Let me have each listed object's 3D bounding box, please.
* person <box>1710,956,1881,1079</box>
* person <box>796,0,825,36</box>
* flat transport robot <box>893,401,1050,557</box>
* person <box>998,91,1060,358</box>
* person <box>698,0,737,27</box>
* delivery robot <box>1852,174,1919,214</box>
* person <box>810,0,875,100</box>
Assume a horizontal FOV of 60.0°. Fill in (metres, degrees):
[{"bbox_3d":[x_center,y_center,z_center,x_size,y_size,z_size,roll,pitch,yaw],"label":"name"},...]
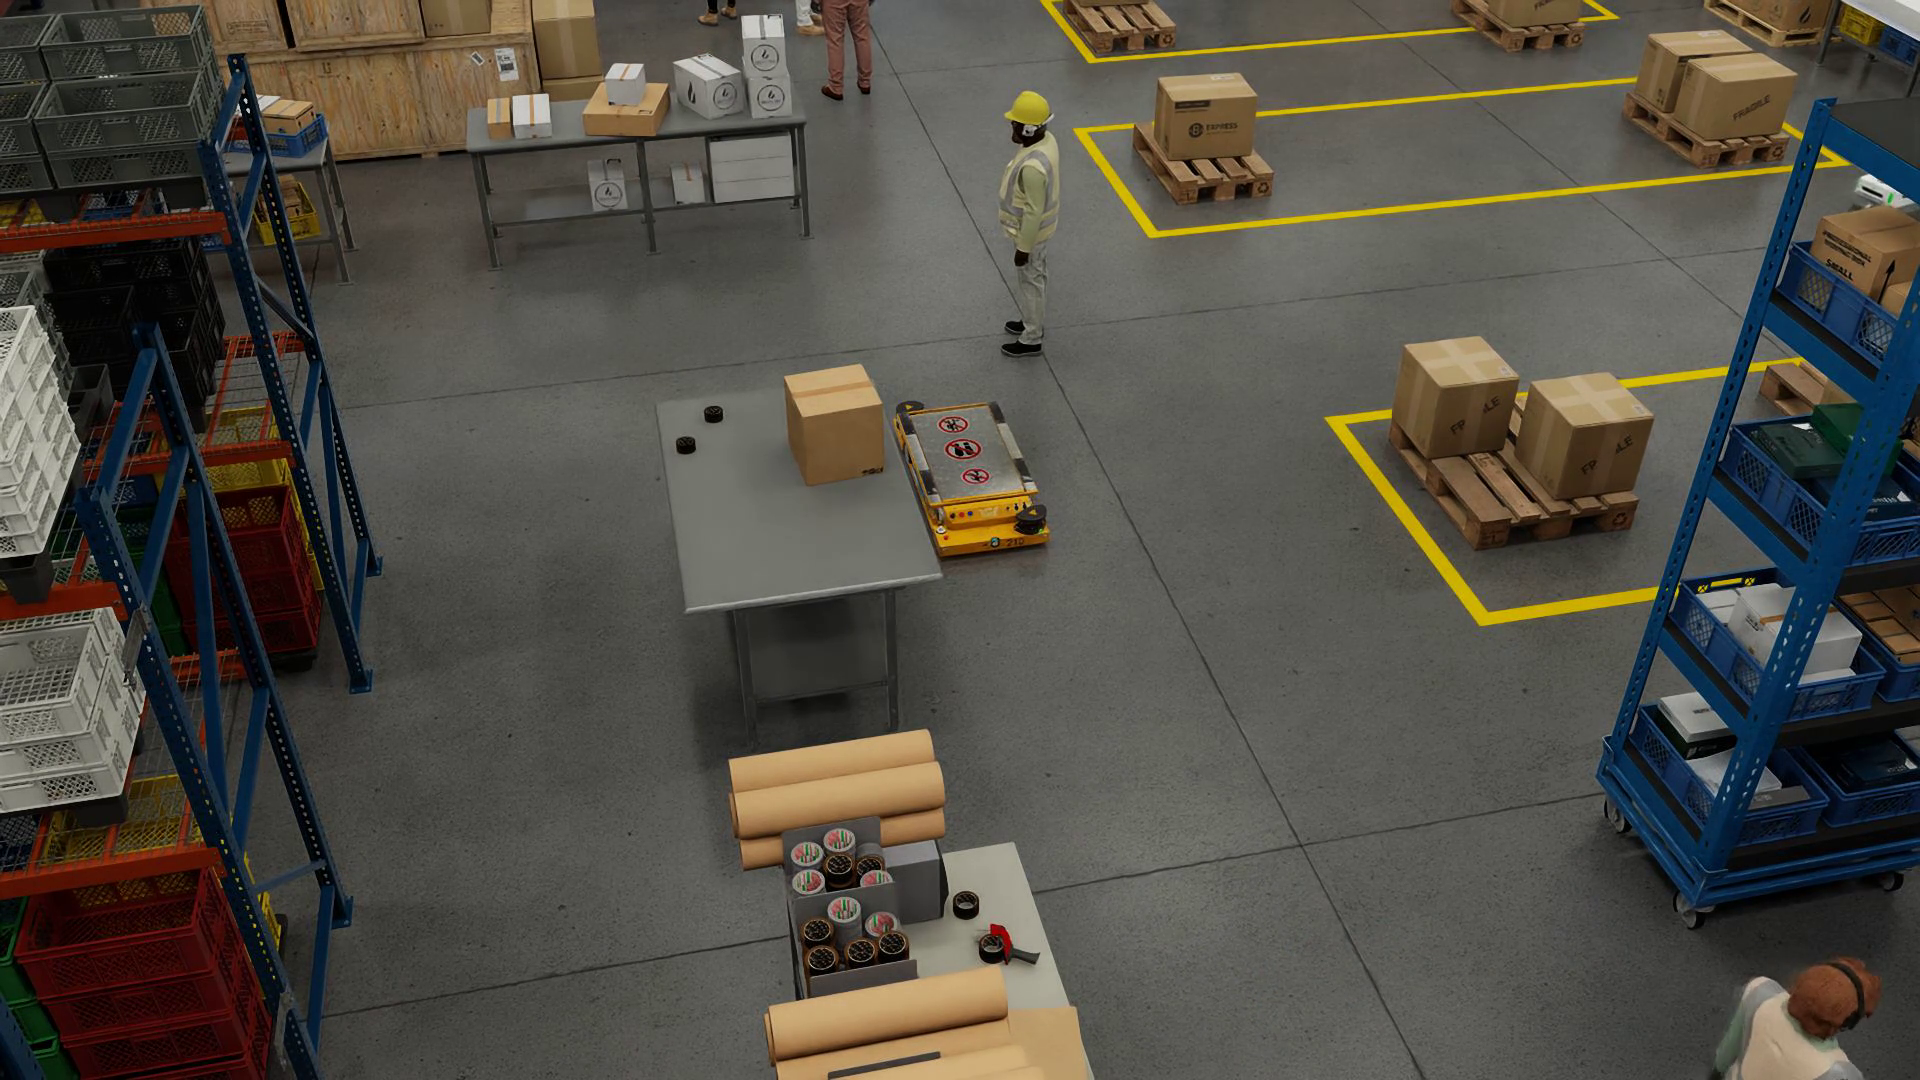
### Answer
[{"bbox_3d":[2.790,2.002,5.706,0.365,1.629,0.546,-12,38,-15],"label":"person"},{"bbox_3d":[-1.464,-5.841,16.084,0.429,1.836,0.625,2,37,2],"label":"person"},{"bbox_3d":[0.046,-0.430,10.108,0.652,0.197,1.431,-8,37,-10],"label":"flat transport robot"},{"bbox_3d":[0.450,-2.087,11.036,0.403,1.834,0.588,5,37,7],"label":"person"},{"bbox_3d":[-2.433,-5.917,16.296,0.318,1.697,0.535,29,45,33],"label":"person"},{"bbox_3d":[7.309,-2.740,12.902,0.707,0.478,0.477,-17,40,-21],"label":"delivery robot"},{"bbox_3d":[-1.035,-4.869,14.714,0.652,1.906,0.409,-18,40,-22],"label":"person"}]
